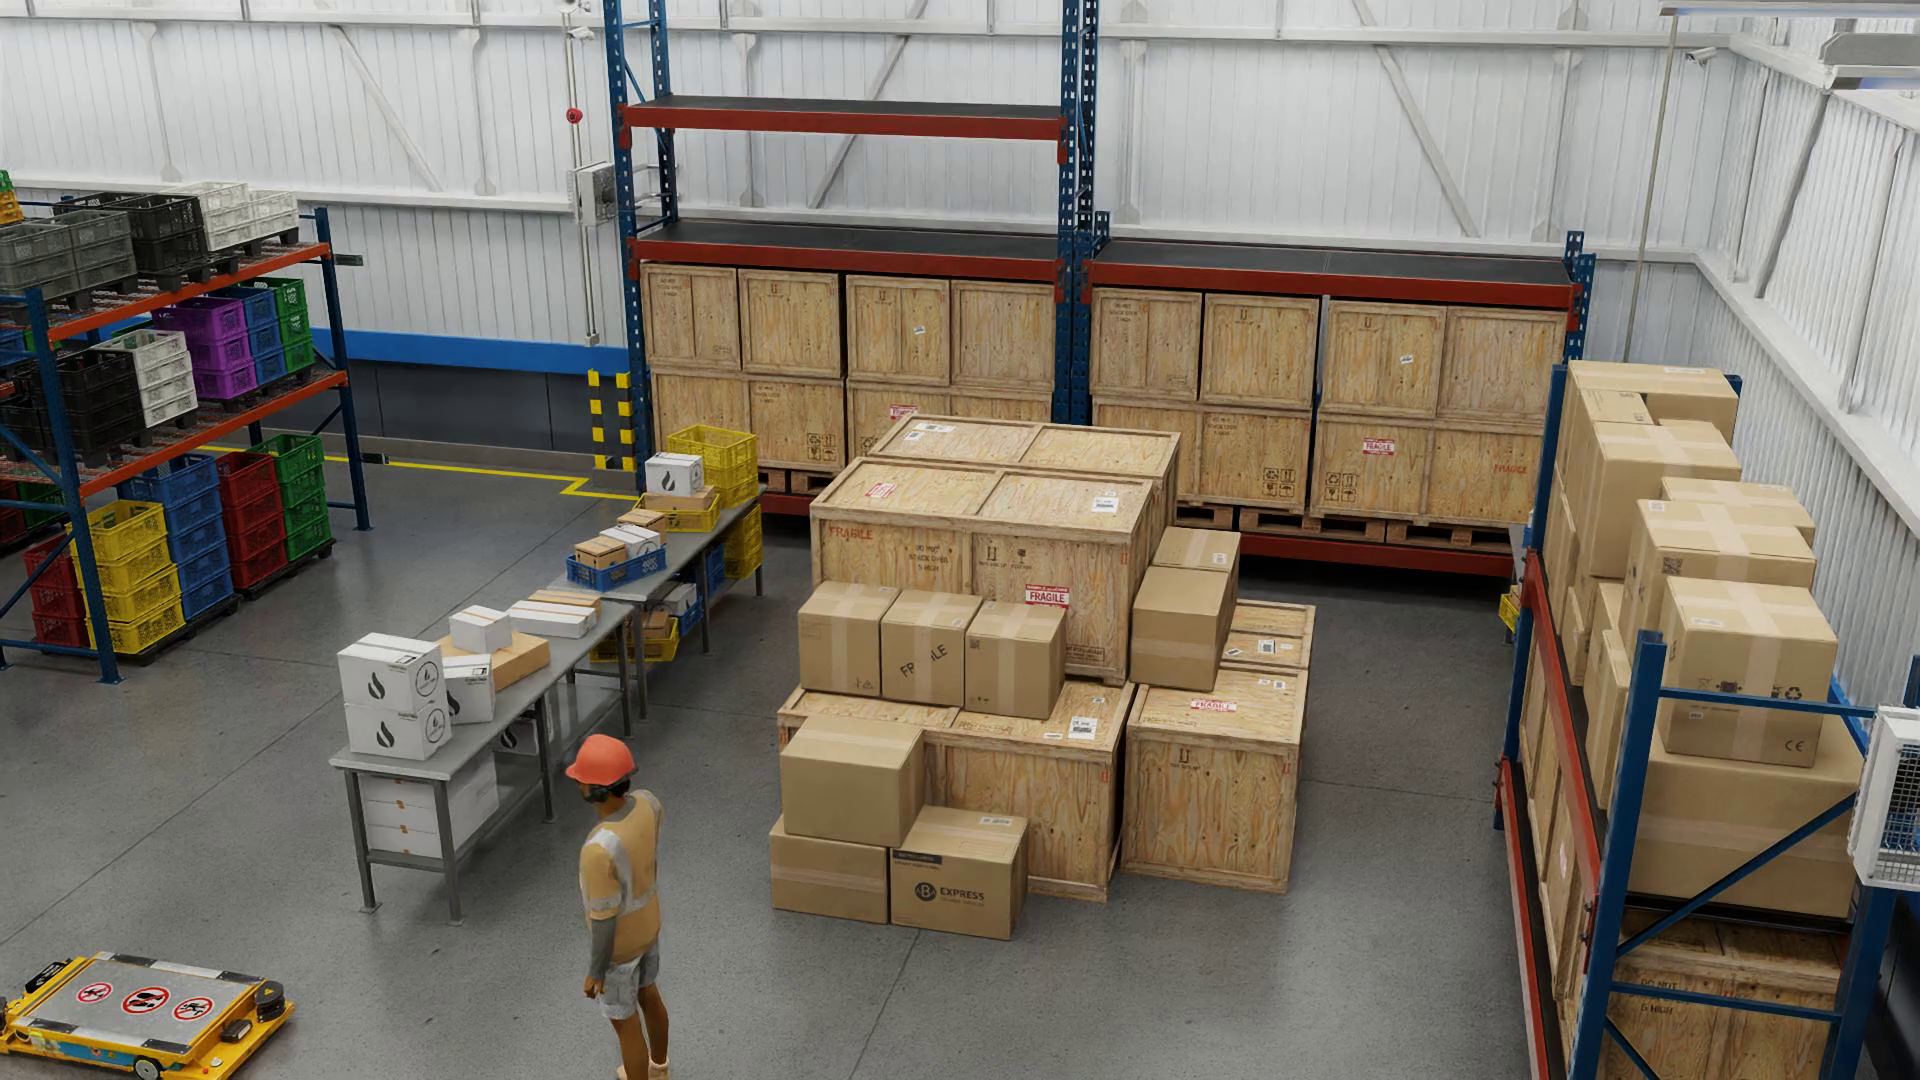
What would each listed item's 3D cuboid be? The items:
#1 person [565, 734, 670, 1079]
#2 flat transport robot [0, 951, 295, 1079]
[{"bbox_3d":[-1.592,1.844,7.767,0.460,2.052,0.605,5,21,13],"label":"person"},{"bbox_3d":[-4.270,2.464,8.601,1.431,0.231,0.659,5,22,13],"label":"flat transport robot"}]
